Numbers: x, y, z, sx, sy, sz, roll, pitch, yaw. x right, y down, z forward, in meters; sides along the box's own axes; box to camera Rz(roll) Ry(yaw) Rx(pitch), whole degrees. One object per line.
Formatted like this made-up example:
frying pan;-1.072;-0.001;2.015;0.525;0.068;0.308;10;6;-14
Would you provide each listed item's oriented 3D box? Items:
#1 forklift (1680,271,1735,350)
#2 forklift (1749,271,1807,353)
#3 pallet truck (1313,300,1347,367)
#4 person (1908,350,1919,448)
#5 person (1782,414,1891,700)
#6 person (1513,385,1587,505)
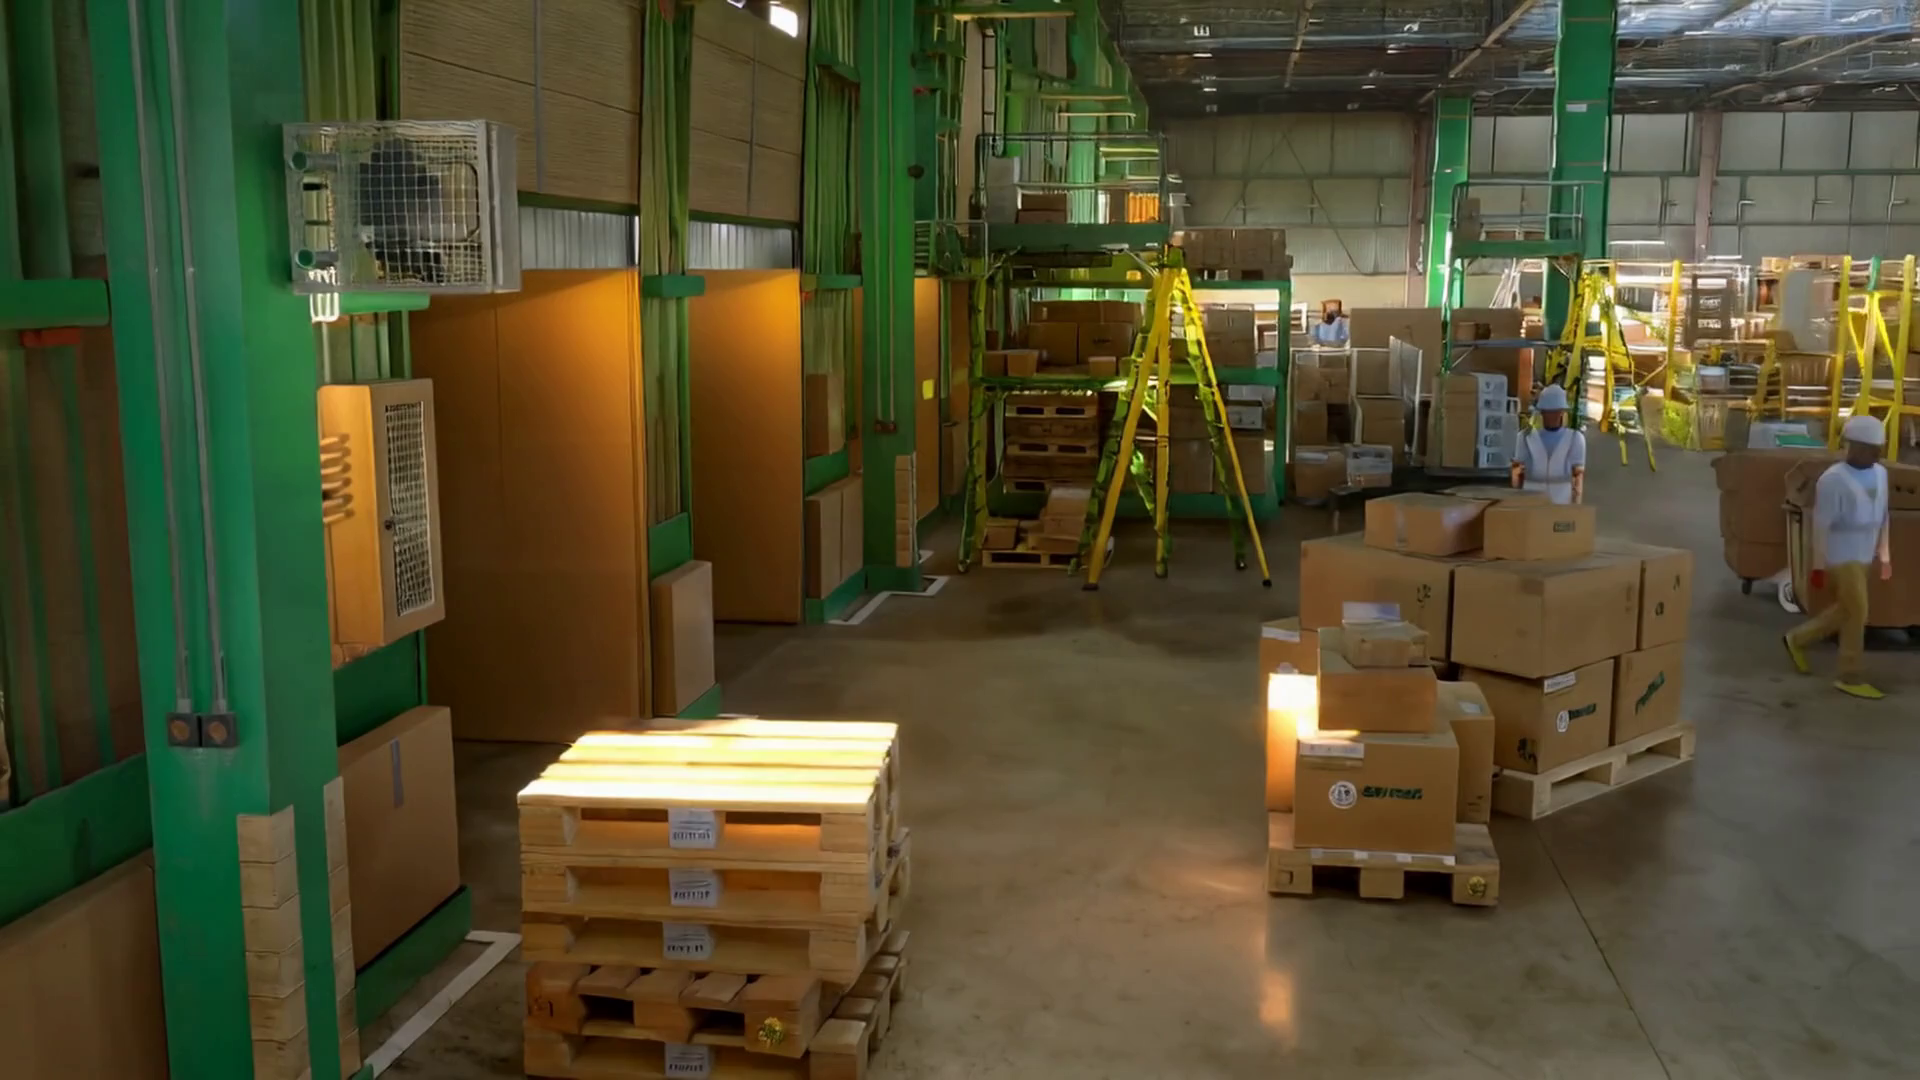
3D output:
forklift;17.320;-4.818;38.478;1.129;2.768;1.873;5;10;28
forklift;23.936;-6.351;47.933;1.873;2.768;1.129;0;9;2
pallet truck;11.159;-6.200;49.718;0.823;1.965;1.885;4;10;26
person;15.511;-2.342;26.742;0.321;1.736;0.488;5;10;26
person;5.994;0.079;11.308;0.596;1.901;0.773;-5;11;-29
person;4.734;-0.283;13.413;0.544;1.939;0.354;4;10;22
